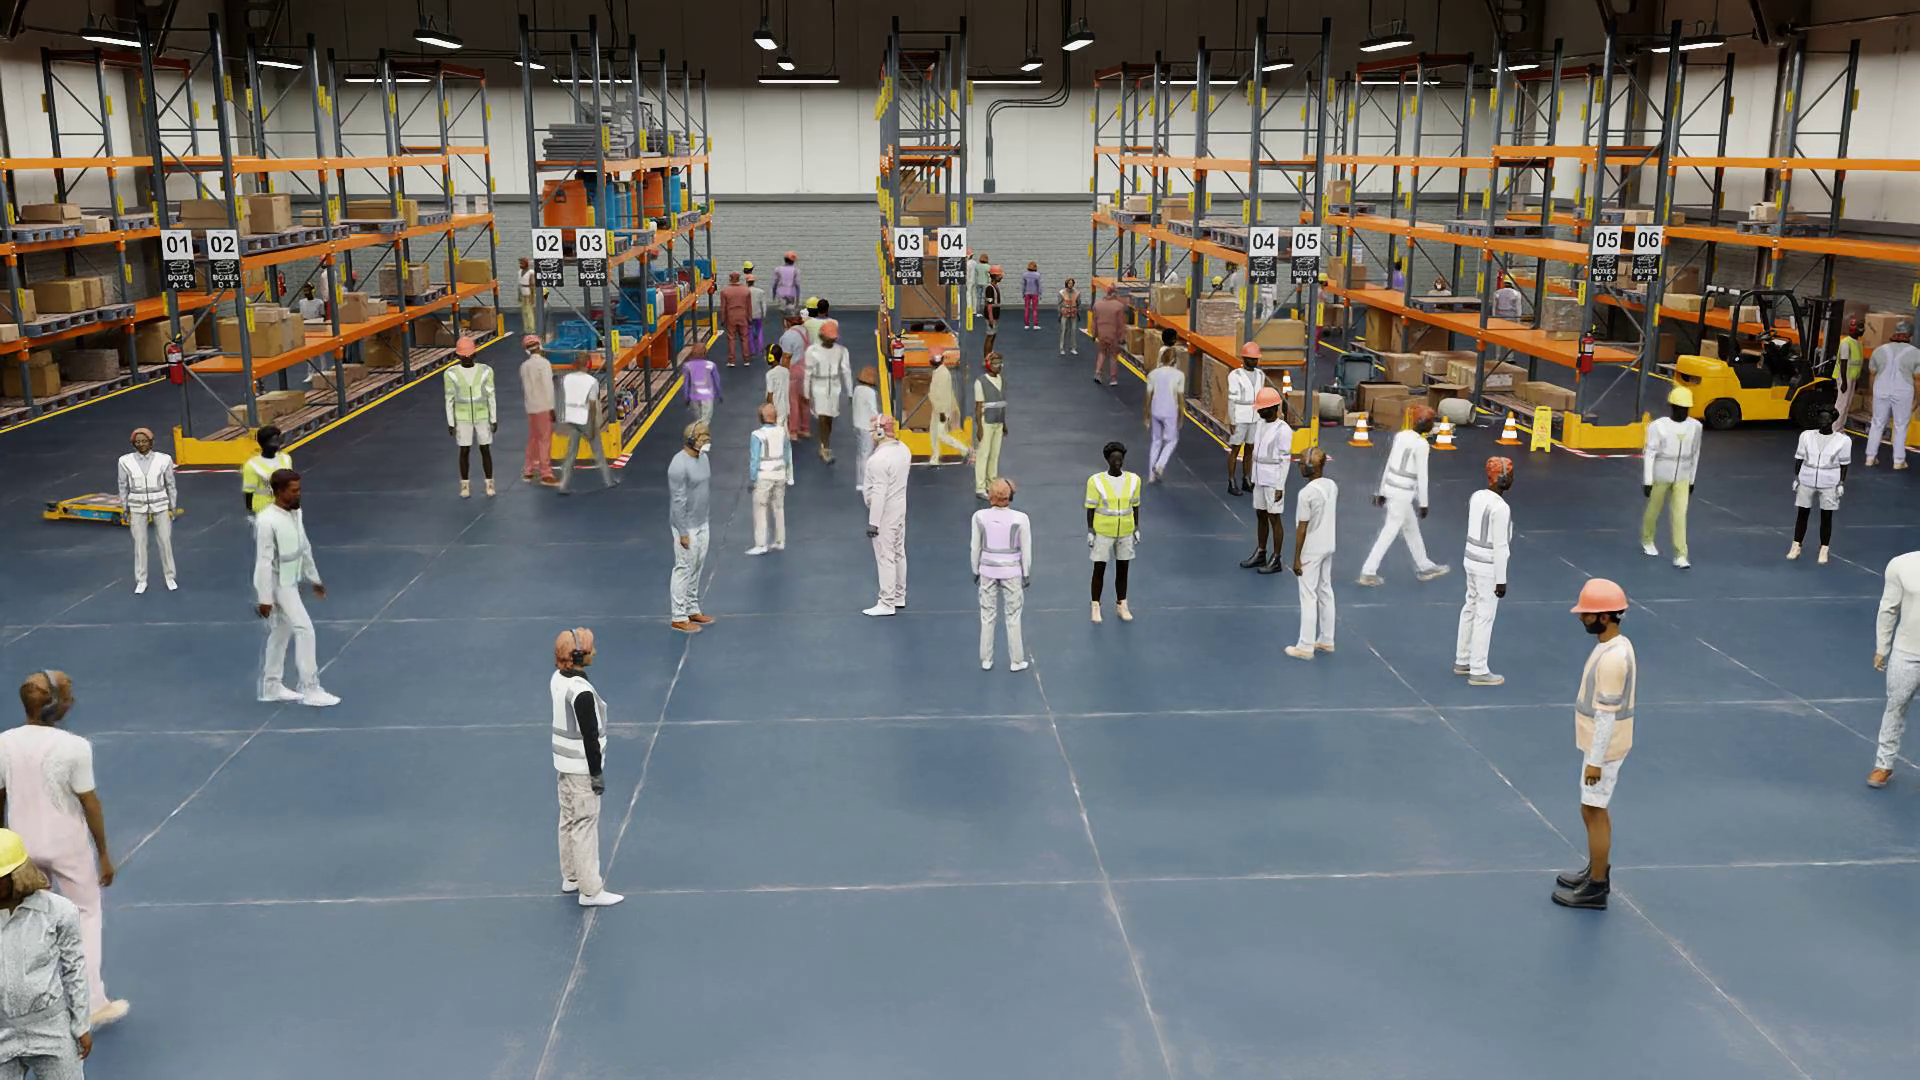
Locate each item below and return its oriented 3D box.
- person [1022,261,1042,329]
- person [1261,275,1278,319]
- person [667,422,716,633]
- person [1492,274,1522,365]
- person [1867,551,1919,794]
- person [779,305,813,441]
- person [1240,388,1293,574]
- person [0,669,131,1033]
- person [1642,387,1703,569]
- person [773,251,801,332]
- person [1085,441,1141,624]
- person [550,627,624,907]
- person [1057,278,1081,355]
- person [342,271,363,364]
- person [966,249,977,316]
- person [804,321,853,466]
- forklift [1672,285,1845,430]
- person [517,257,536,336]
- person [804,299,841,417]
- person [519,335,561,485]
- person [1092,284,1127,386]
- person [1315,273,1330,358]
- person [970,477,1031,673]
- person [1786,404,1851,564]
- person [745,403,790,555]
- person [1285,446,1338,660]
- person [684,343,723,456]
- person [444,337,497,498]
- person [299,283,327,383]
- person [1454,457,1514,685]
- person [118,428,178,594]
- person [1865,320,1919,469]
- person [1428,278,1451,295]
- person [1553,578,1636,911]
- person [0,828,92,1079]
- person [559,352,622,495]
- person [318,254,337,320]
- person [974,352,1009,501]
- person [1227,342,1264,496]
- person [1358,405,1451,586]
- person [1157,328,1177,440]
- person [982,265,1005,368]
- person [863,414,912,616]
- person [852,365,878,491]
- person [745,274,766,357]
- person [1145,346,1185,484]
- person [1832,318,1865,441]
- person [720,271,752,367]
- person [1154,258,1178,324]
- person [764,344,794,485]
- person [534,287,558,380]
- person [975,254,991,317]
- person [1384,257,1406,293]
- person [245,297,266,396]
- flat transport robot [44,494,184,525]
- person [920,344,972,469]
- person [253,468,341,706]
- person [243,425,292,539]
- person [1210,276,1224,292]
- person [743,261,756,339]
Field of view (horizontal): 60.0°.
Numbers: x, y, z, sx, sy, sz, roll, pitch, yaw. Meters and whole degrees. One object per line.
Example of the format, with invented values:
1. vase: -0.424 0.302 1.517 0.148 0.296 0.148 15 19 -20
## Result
1. person: 1.734 -5.912 40.185 0.504 1.632 0.269 6 15 24
2. person: 7.123 -5.585 38.281 0.358 1.880 0.575 -4 14 -17
3. person: -2.418 -0.120 15.045 0.389 1.925 0.625 4 14 17
4. person: 11.041 -4.447 33.554 0.600 1.829 0.404 12 18 42
5. person: 6.522 0.770 11.222 0.632 1.938 0.359 10 16 35
6. person: -2.515 -2.526 24.970 0.536 2.000 0.684 6 14 23
7. person: 3.152 -0.611 17.100 0.375 1.927 0.543 -6 15 -24
8. person: -4.498 1.534 8.209 0.578 1.842 0.342 1 13 3
9. person: 7.483 -0.678 17.499 0.603 1.880 1.015 0 13 1
10. person: -3.965 -5.605 38.133 0.637 1.998 1.006 -2 13 -9
11. person: 1.411 -0.071 15.306 0.540 1.696 0.315 -3 14 -14
12. person: -2.190 1.306 9.596 0.307 1.641 0.511 -9 16 -33
13. person: 2.308 -4.734 35.209 0.518 1.631 0.316 -3 14 -13
14. person: -12.218 -4.419 33.231 0.425 1.924 0.658 0 13 -2
15. person: 0.241 -6.676 43.189 0.349 1.743 0.563 7 15 28
16. person: -1.783 -2.015 22.915 0.637 1.979 1.073 -5 14 -20
17. forklift: 12.503 -2.886 26.166 2.313 2.155 1.214 -1 13 -3
18. person: -10.064 -5.662 38.700 0.428 1.832 0.599 -12 18 -42
19. person: -2.218 -2.944 27.001 0.597 1.917 0.375 1 13 6
20. person: -5.464 -1.682 21.627 0.707 1.943 0.376 13 18 43
21. person: 2.747 -3.765 30.560 0.690 1.884 0.442 9 16 32
22. person: 7.540 -4.696 34.761 0.329 1.763 0.527 5 14 20
23. person: 0.339 0.296 13.868 0.514 1.641 0.315 4 14 15
24. person: 9.049 -0.594 17.523 0.532 1.696 0.319 10 17 36
25. person: -2.085 -0.653 17.964 0.325 1.615 0.653 12 18 41
26. person: 3.032 0.107 14.269 0.503 1.838 0.346 -12 18 -41
27. person: -3.672 -2.008 23.745 0.508 1.593 0.817 4 14 17
28. person: -6.088 -1.518 20.741 0.606 2.032 0.418 -4 14 -18
29. person: -12.058 -3.863 31.008 0.535 1.865 0.310 1 13 5
30. person: 4.303 0.246 13.591 0.355 1.876 0.574 -2 13 -7
31. person: -7.981 -0.297 16.382 0.514 1.642 0.310 -6 14 -23
32. person: 12.814 -2.005 22.762 0.535 2.000 0.677 -12 18 -42
33. person: 10.114 -4.730 35.175 0.508 1.632 0.271 6 15 25
34. person: 3.661 1.166 9.584 0.391 1.924 0.552 5 14 20
35. person: -3.714 1.961 6.597 0.493 1.743 0.295 -5 14 -20
36. person: -4.779 -1.484 21.100 0.579 1.792 0.966 7 15 27
37. person: -14.073 -5.373 37.120 0.372 1.997 0.622 0 13 -1
38. person: 0.379 -1.432 20.752 0.390 1.846 0.564 11 17 38
39. person: 3.620 -1.531 20.970 0.542 1.939 0.363 -8 15 -29
40. person: 4.461 -0.442 16.582 1.003 1.820 0.629 -2 13 -8
41. person: 3.080 -2.333 24.913 0.322 1.685 0.542 2 13 10
42. person: 0.684 -4.447 33.127 0.411 2.035 0.607 3 14 13
43. person: -0.705 -0.239 15.577 0.410 1.905 0.641 5 14 20
44. person: -1.188 -1.405 21.095 0.269 1.631 0.506 -8 15 -31
45. person: -4.366 -4.714 34.914 0.572 1.722 0.569 -3 14 -11
46. person: 2.651 -1.598 21.544 0.552 1.805 0.507 8 15 30
47. person: 13.204 -2.376 24.750 0.389 1.846 0.567 12 18 41
48. person: -4.477 -4.417 33.269 0.651 1.906 0.401 -5 14 -19
49. person: 4.545 -5.395 37.410 0.651 1.906 0.401 7 15 27
50. person: -2.358 -1.596 21.429 0.328 1.862 0.501 6 14 23
51. person: -7.824 -3.894 31.375 0.338 1.757 0.518 0 13 -1
52. person: 0.609 -6.583 43.029 0.506 1.631 0.277 10 17 36
53. person: 10.091 -5.707 38.895 0.649 1.830 0.650 -8 16 -32
54. person: -12.549 -3.418 29.383 0.323 1.742 0.492 2 13 7
55. flat transport robot: -10.000 -0.375 19.650 1.431 0.197 0.652 4 14 16
56. person: -0.199 -1.798 22.558 0.627 1.726 0.572 -3 14 -11
57. person: -5.184 0.366 13.033 0.797 1.886 0.613 -1 13 -3
58. person: -6.756 -0.298 16.264 0.423 1.689 0.567 8 16 31
59. person: 5.181 -4.479 33.844 0.331 1.762 0.524 4 14 15
60. person: -4.826 -5.508 38.187 0.321 1.769 0.523 -2 13 -9
